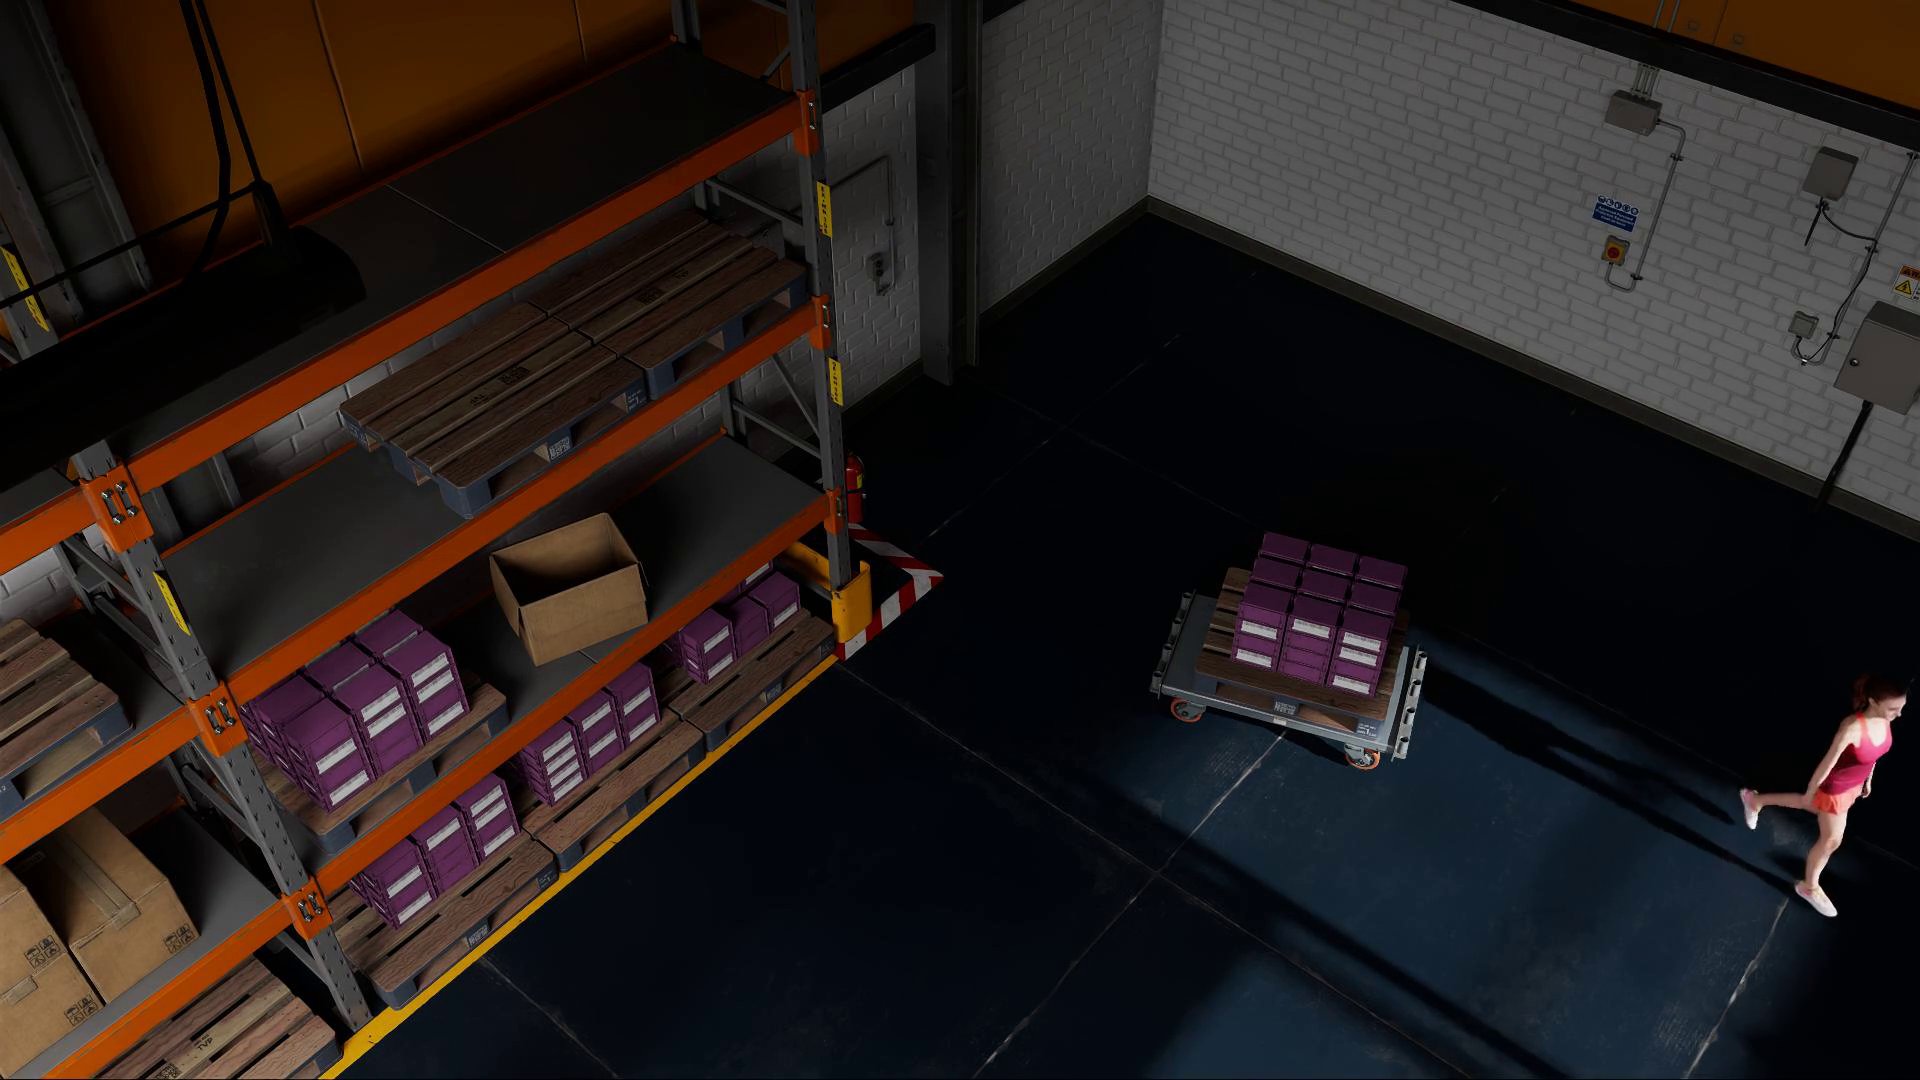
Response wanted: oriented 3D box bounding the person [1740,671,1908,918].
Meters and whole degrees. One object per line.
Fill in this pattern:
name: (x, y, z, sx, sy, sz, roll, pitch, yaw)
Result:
person: (4.979, 1.342, 9.529, 1.068, 1.729, 0.821, -24, 49, -23)
